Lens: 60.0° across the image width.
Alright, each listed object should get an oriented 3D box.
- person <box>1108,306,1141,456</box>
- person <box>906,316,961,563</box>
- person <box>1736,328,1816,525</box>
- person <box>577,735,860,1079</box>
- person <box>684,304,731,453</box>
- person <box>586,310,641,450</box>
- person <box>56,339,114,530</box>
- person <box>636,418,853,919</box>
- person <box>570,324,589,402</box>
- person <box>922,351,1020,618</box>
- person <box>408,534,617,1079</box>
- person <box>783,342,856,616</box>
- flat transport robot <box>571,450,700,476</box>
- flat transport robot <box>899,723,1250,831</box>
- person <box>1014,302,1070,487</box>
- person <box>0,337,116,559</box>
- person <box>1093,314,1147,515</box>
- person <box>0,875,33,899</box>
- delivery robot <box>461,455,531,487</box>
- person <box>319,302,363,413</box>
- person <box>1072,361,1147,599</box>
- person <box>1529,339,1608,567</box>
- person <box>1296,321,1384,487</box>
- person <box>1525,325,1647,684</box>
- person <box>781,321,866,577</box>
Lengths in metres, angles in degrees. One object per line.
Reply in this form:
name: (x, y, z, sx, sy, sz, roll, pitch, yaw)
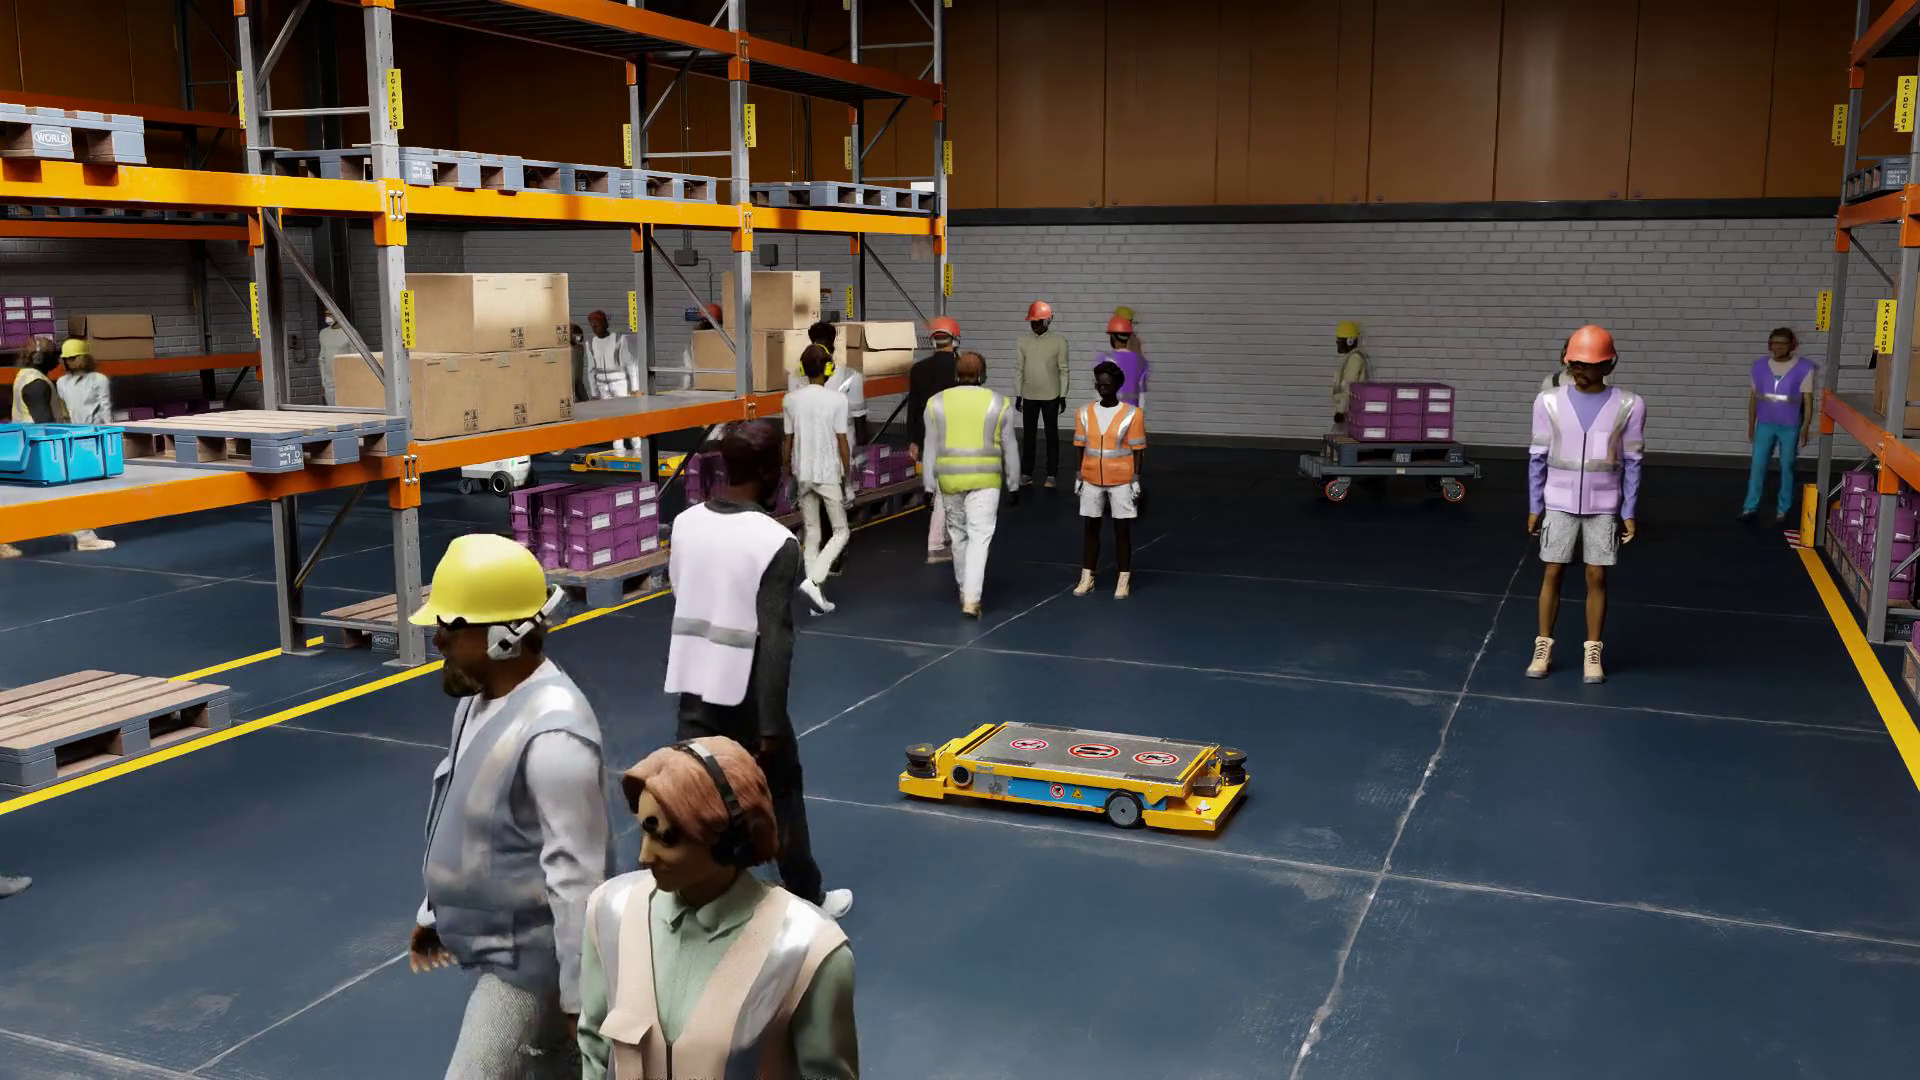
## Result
person: (1.865, -1.723, 19.077, 0.419, 1.908, 0.607, 4, 10, 20)
person: (-0.050, -0.823, 13.461, 0.633, 1.954, 0.875, 7, 12, 37)
person: (7.413, -1.016, 15.103, 0.592, 1.795, 0.939, 8, 13, 41)
person: (-0.395, 1.109, 2.739, 0.514, 1.637, 0.315, 4, 10, 23)
person: (-2.421, -1.331, 16.501, 0.614, 1.993, 1.068, 4, 10, 25)
person: (-4.076, -1.777, 19.578, 0.644, 1.855, 0.541, 3, 10, 20)
person: (-7.780, -0.926, 14.800, 0.499, 1.727, 0.383, 0, 9, 3)
person: (-0.791, 0.524, 5.643, 0.587, 1.866, 1.009, 7, 12, 36)
person: (-5.092, -2.060, 22.094, 0.859, 1.583, 0.506, 6, 11, 31)
person: (0.076, -0.390, 11.353, 0.651, 1.796, 0.956, 2, 10, 10)
person: (-1.051, 0.882, 3.629, 0.821, 1.801, 0.609, -4, 10, -23)
person: (-0.957, -0.387, 11.133, 0.544, 1.858, 0.476, 4, 10, 23)
flat transport robot: (-3.658, -0.890, 18.983, 1.431, 0.197, 0.652, 4, 10, 22)
flat transport robot: (0.512, 1.023, 7.392, 1.431, 0.197, 0.652, 4, 10, 22)
person: (0.863, -1.552, 17.809, 0.612, 1.986, 0.401, 4, 10, 23)
person: (-7.525, -0.753, 13.557, 0.954, 1.802, 0.646, -5, 11, -29)
person: (1.518, -1.148, 15.575, 0.558, 1.916, 0.659, -5, 11, -28)
person: (-3.749, 0.545, 5.864, 0.518, 1.733, 0.797, 3, 10, 15)
delivery robot: (-4.817, -0.790, 17.236, 0.707, 0.478, 0.477, 4, 10, 22)
person: (-7.406, -1.877, 19.925, 0.629, 1.940, 0.376, 4, 10, 23)
person: (1.056, -0.423, 11.842, 0.536, 1.696, 0.322, 4, 10, 23)
person: (4.827, -0.701, 13.230, 0.540, 1.792, 0.964, 5, 11, 30)
person: (4.135, -1.448, 17.826, 0.939, 1.771, 0.597, 1, 9, 7)
person: (3.535, -0.195, 9.439, 0.609, 2.035, 0.403, 4, 10, 23)
person: (-1.069, -0.685, 12.680, 0.617, 1.938, 0.753, 3, 10, 19)
